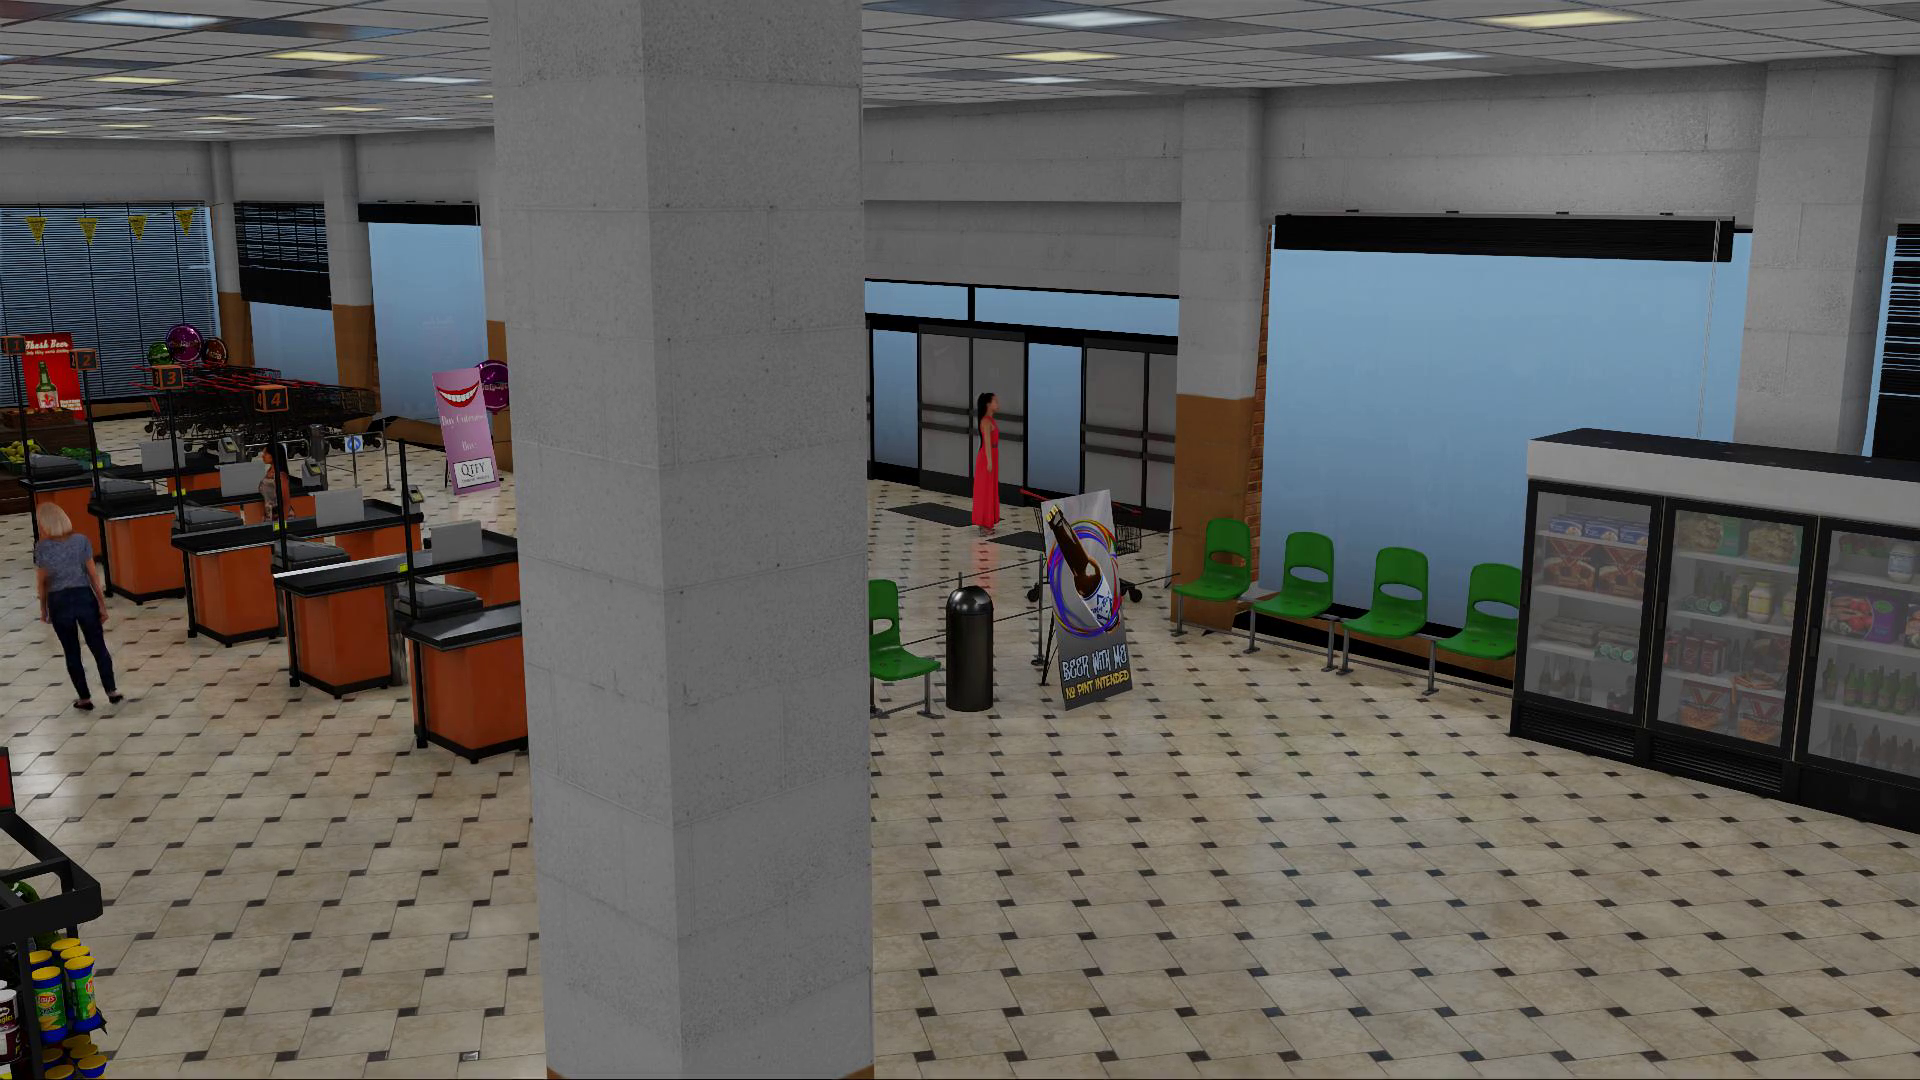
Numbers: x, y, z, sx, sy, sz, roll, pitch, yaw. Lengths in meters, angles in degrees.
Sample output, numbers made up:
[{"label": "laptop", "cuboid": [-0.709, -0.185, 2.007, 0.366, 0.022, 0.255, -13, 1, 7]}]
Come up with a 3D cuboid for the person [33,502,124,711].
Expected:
[{"label": "person", "cuboid": [-7.039, 0.550, 13.261, 0.633, 1.682, 0.790, -4, 12, -18]}]

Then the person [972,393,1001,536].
[{"label": "person", "cuboid": [0.338, -0.936, 20.210, 0.775, 1.725, 0.704, 1, 12, 4]}]

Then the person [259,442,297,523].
[{"label": "person", "cuboid": [-6.889, -0.172, 16.845, 0.640, 1.618, 0.505, 12, 17, 44]}]
